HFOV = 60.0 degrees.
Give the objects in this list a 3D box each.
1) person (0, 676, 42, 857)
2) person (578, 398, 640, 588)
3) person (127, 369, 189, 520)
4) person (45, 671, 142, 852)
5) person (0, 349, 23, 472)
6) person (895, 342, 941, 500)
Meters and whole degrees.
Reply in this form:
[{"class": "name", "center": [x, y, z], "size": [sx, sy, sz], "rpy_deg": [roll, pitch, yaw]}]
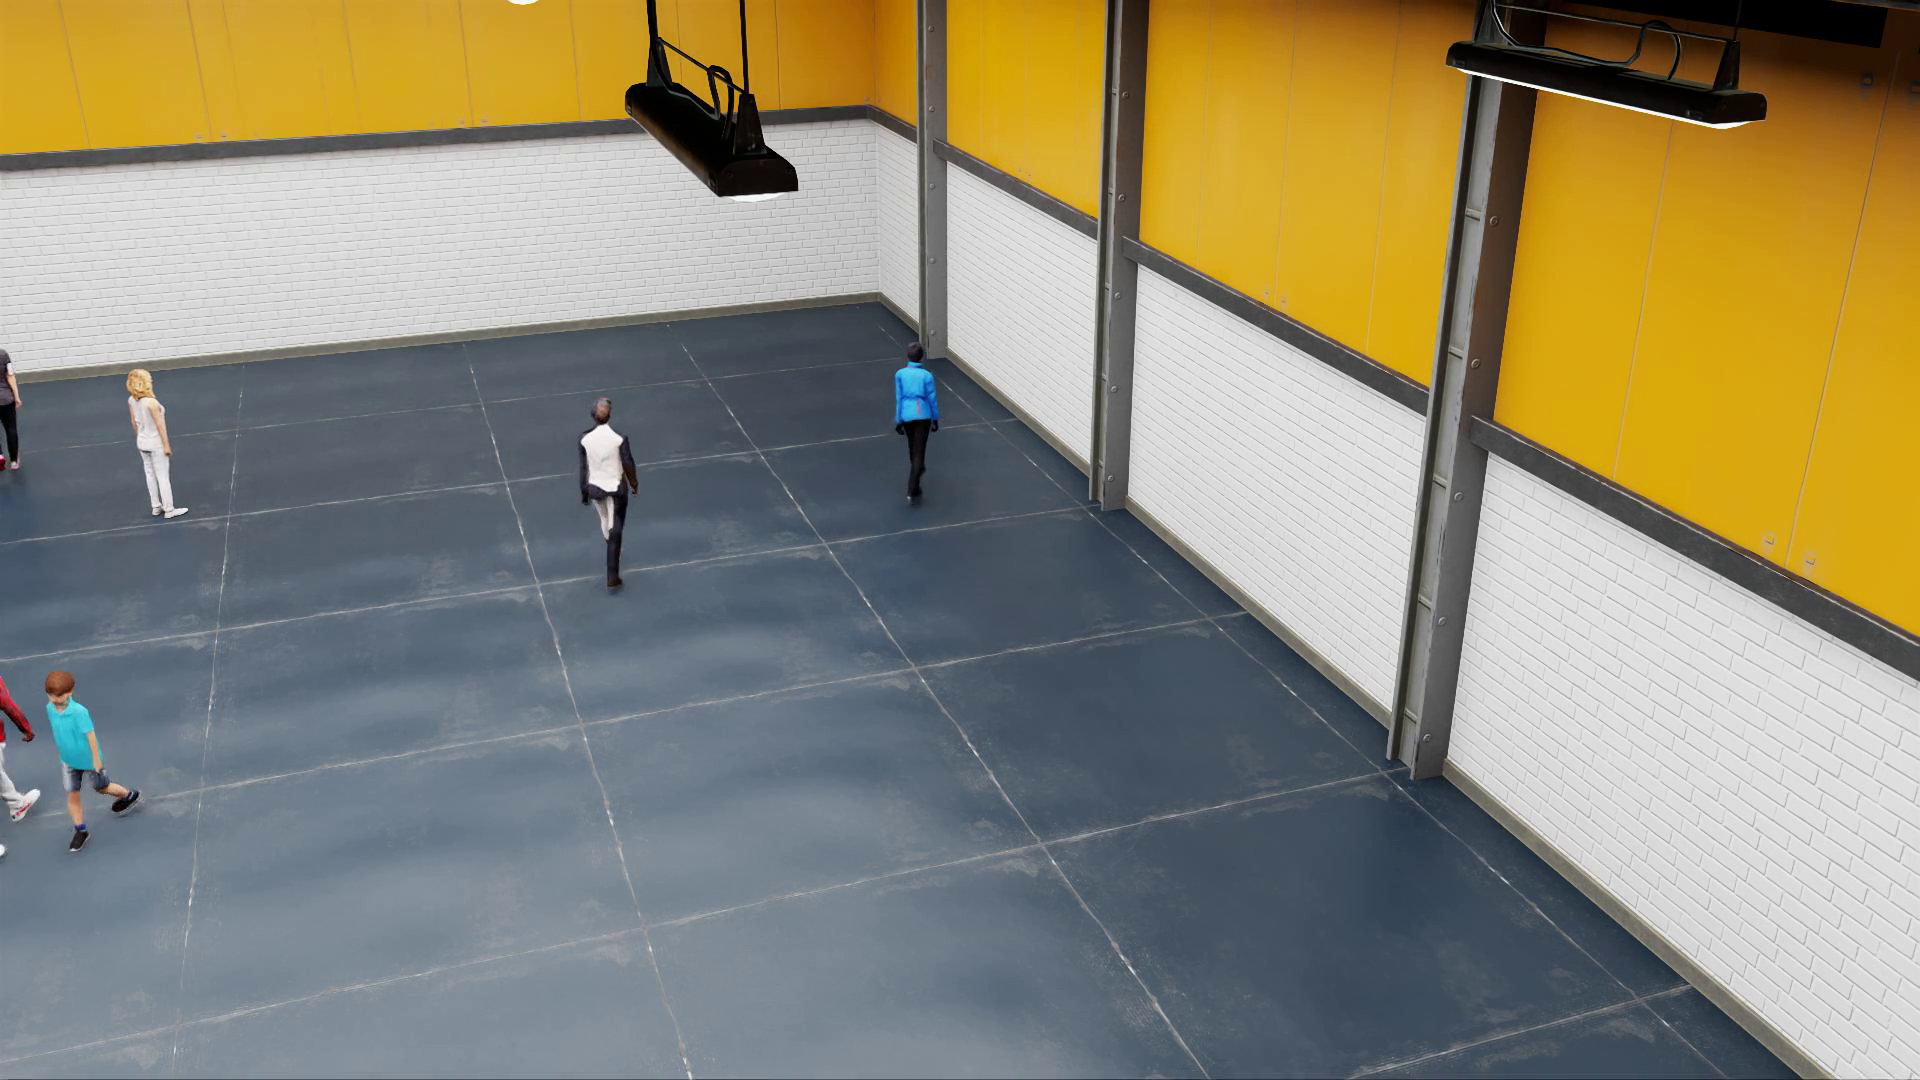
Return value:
[{"class": "person", "center": [-7.207, 1.502, 12.138], "size": [1.051, 1.782, 1.305], "rpy_deg": [2, 24, 6]}, {"class": "person", "center": [-3.490, -0.433, 16.473], "size": [1.048, 1.853, 1.304], "rpy_deg": [3, 24, 6]}, {"class": "person", "center": [-8.823, -1.060, 18.137], "size": [0.674, 1.670, 0.738], "rpy_deg": [11, 26, 24]}, {"class": "person", "center": [-6.532, 1.573, 12.435], "size": [0.829, 1.414, 0.991], "rpy_deg": [5, 24, 12]}, {"class": "person", "center": [-11.151, -1.589, 19.249], "size": [0.724, 1.749, 0.904], "rpy_deg": [-13, 27, -27]}, {"class": "person", "center": [-0.508, -1.298, 18.587], "size": [1.093, 1.746, 1.222], "rpy_deg": [8, 25, 17]}]
